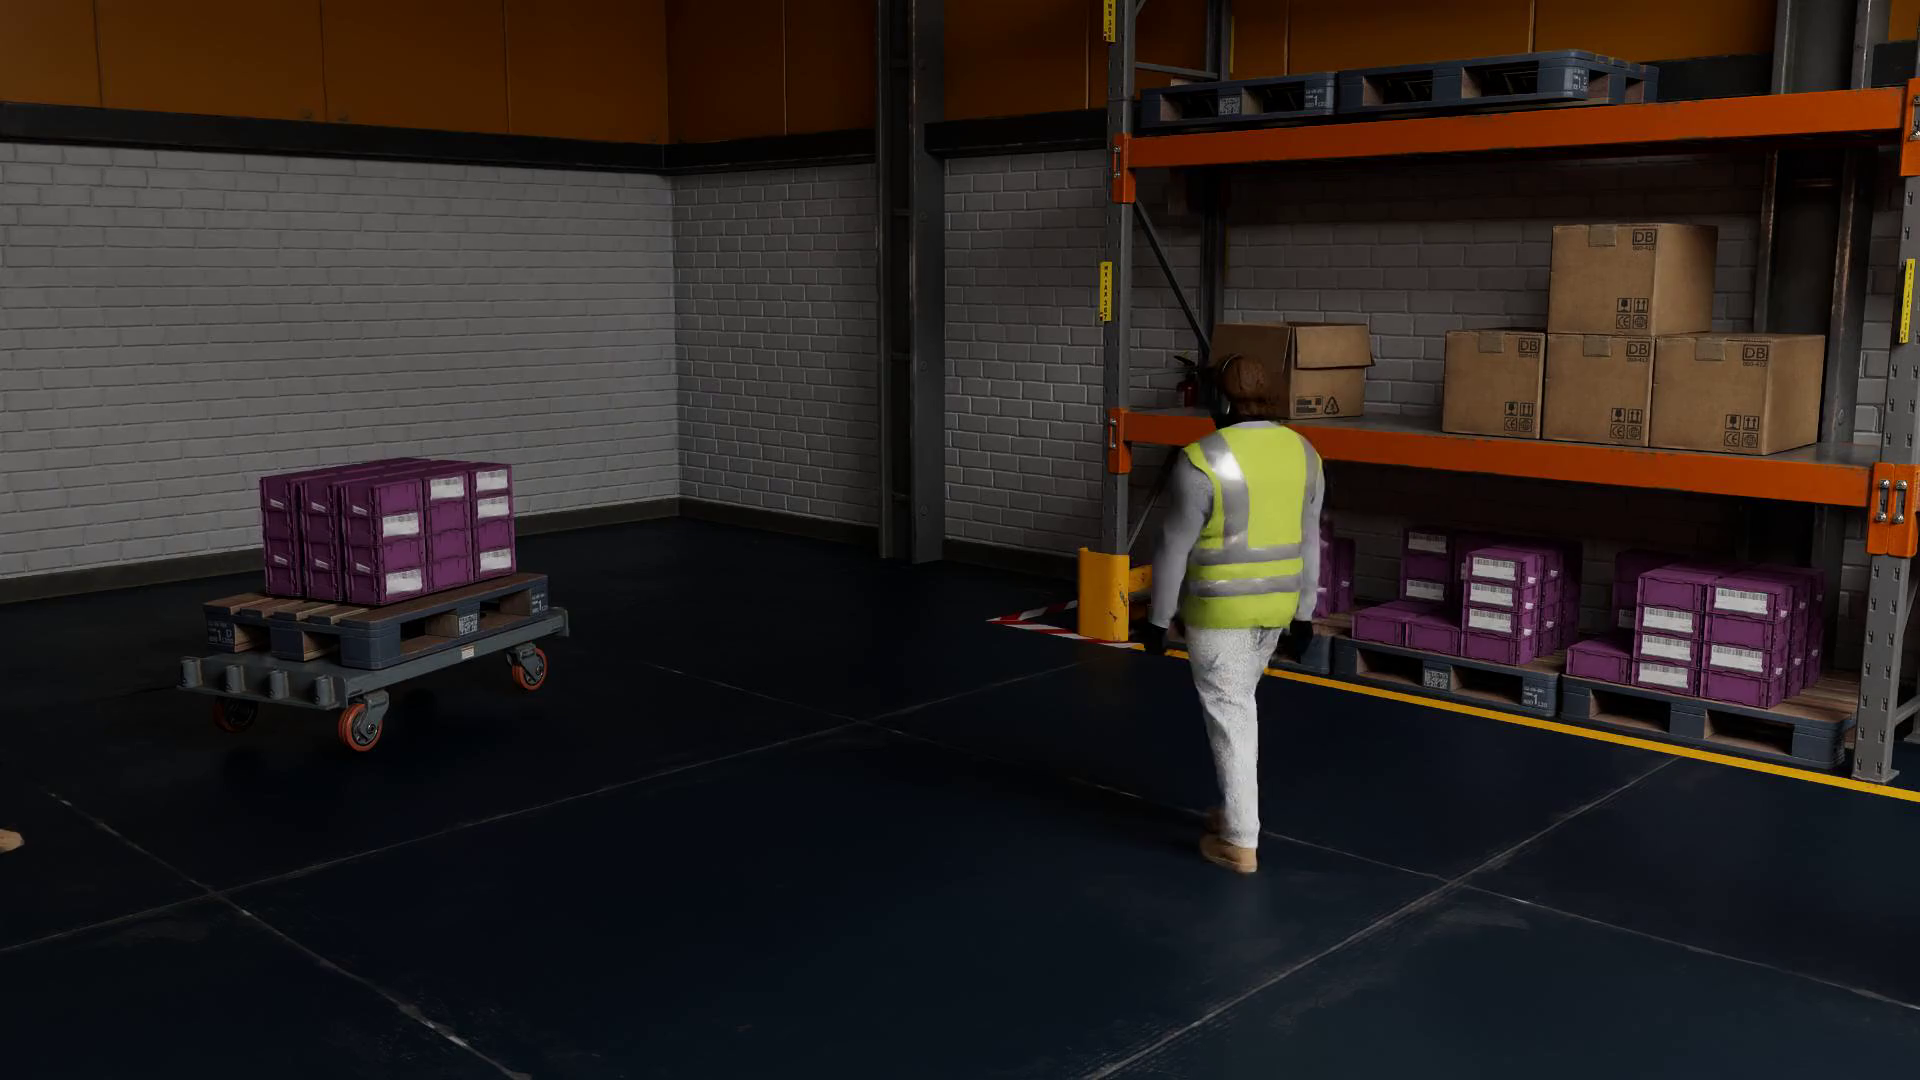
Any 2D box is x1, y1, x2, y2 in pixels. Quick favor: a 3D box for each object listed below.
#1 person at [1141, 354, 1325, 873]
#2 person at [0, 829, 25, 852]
[{"bbox_3d":[0.925,0.250,5.971,0.630,1.824,0.633,-6,11,-34],"label":"person"},{"bbox_3d":[-3.842,0.248,6.017,0.753,1.814,0.659,1,9,4],"label":"person"}]
